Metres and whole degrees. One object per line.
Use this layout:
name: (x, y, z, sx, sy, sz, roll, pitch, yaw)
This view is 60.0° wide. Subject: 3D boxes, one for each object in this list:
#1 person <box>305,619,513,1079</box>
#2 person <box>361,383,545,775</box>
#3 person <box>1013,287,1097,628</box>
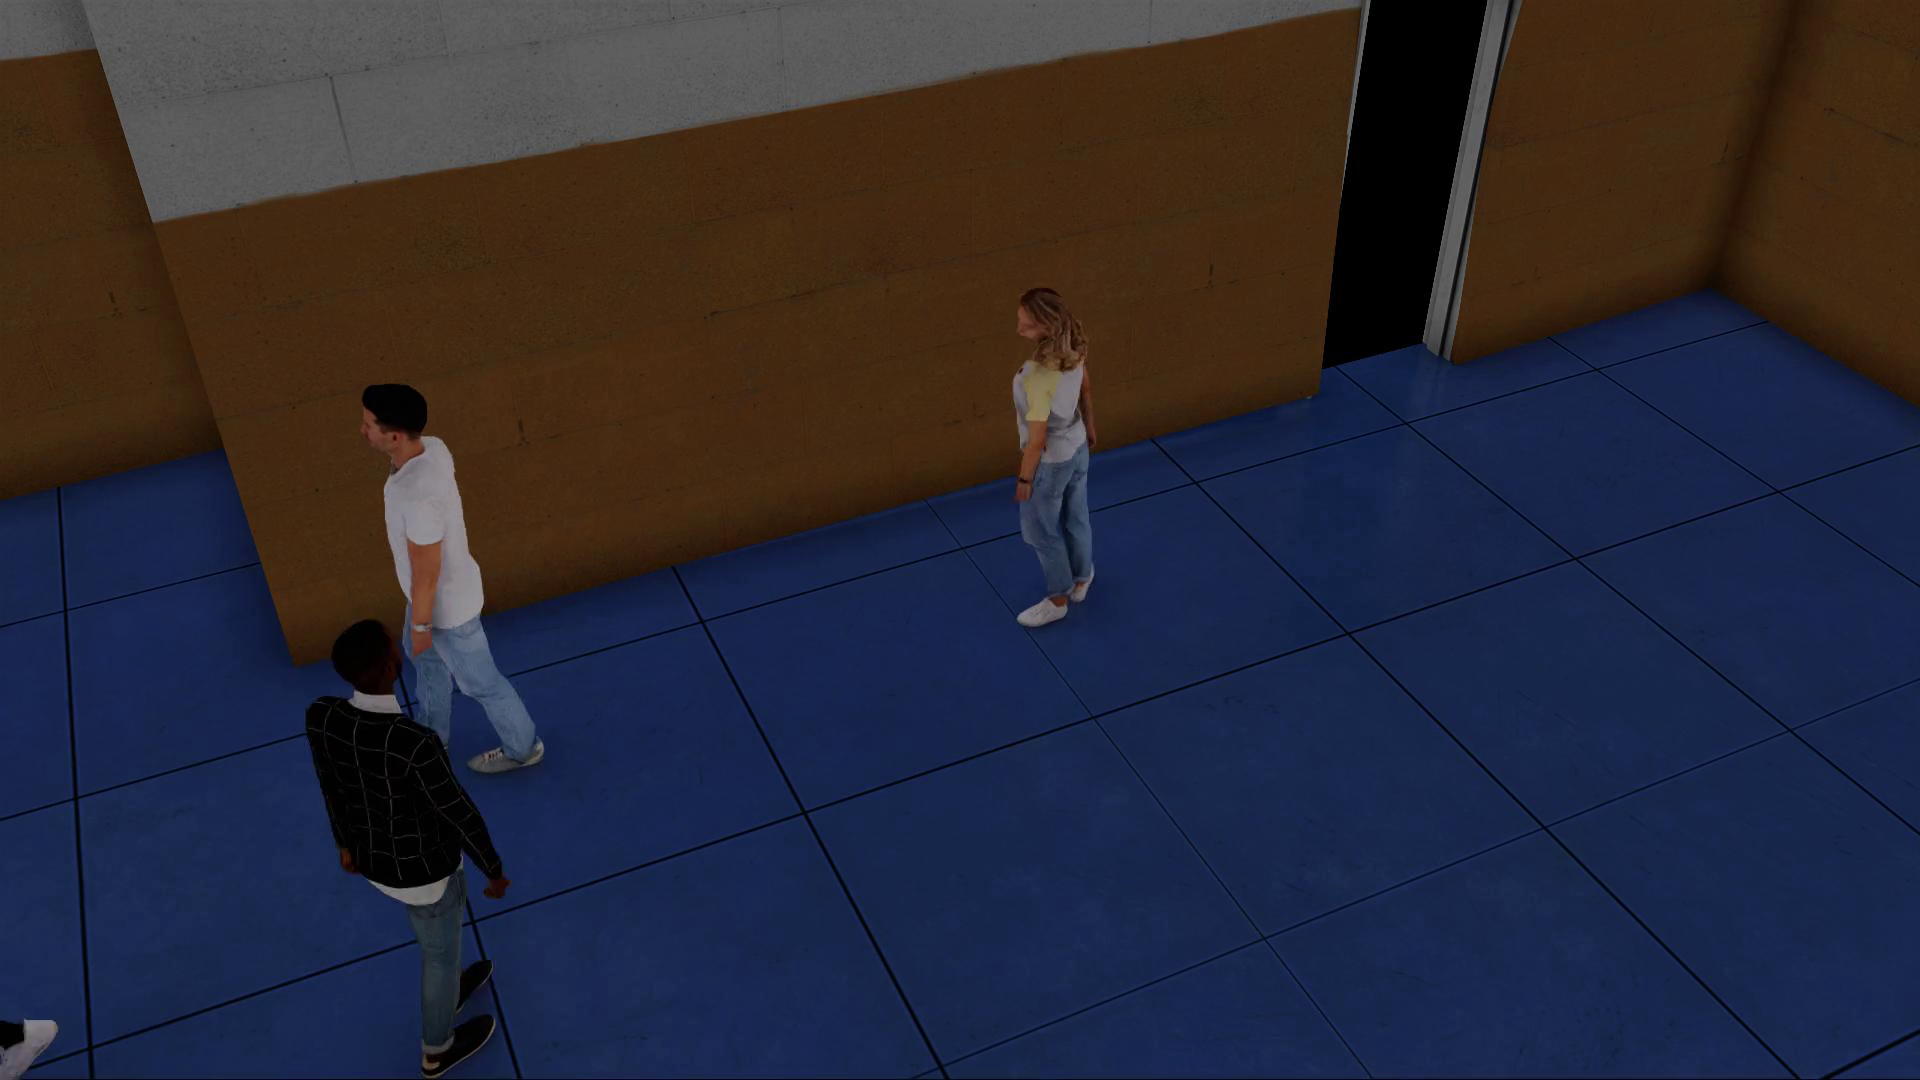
person: (-1.811, 1.070, 5.273, 0.865, 1.802, 0.937, 17, 40, 22)
person: (-1.899, 0.186, 6.417, 0.880, 1.840, 0.940, -7, 37, -9)
person: (0.471, -0.381, 7.272, 0.844, 1.705, 0.834, 26, 44, 30)
